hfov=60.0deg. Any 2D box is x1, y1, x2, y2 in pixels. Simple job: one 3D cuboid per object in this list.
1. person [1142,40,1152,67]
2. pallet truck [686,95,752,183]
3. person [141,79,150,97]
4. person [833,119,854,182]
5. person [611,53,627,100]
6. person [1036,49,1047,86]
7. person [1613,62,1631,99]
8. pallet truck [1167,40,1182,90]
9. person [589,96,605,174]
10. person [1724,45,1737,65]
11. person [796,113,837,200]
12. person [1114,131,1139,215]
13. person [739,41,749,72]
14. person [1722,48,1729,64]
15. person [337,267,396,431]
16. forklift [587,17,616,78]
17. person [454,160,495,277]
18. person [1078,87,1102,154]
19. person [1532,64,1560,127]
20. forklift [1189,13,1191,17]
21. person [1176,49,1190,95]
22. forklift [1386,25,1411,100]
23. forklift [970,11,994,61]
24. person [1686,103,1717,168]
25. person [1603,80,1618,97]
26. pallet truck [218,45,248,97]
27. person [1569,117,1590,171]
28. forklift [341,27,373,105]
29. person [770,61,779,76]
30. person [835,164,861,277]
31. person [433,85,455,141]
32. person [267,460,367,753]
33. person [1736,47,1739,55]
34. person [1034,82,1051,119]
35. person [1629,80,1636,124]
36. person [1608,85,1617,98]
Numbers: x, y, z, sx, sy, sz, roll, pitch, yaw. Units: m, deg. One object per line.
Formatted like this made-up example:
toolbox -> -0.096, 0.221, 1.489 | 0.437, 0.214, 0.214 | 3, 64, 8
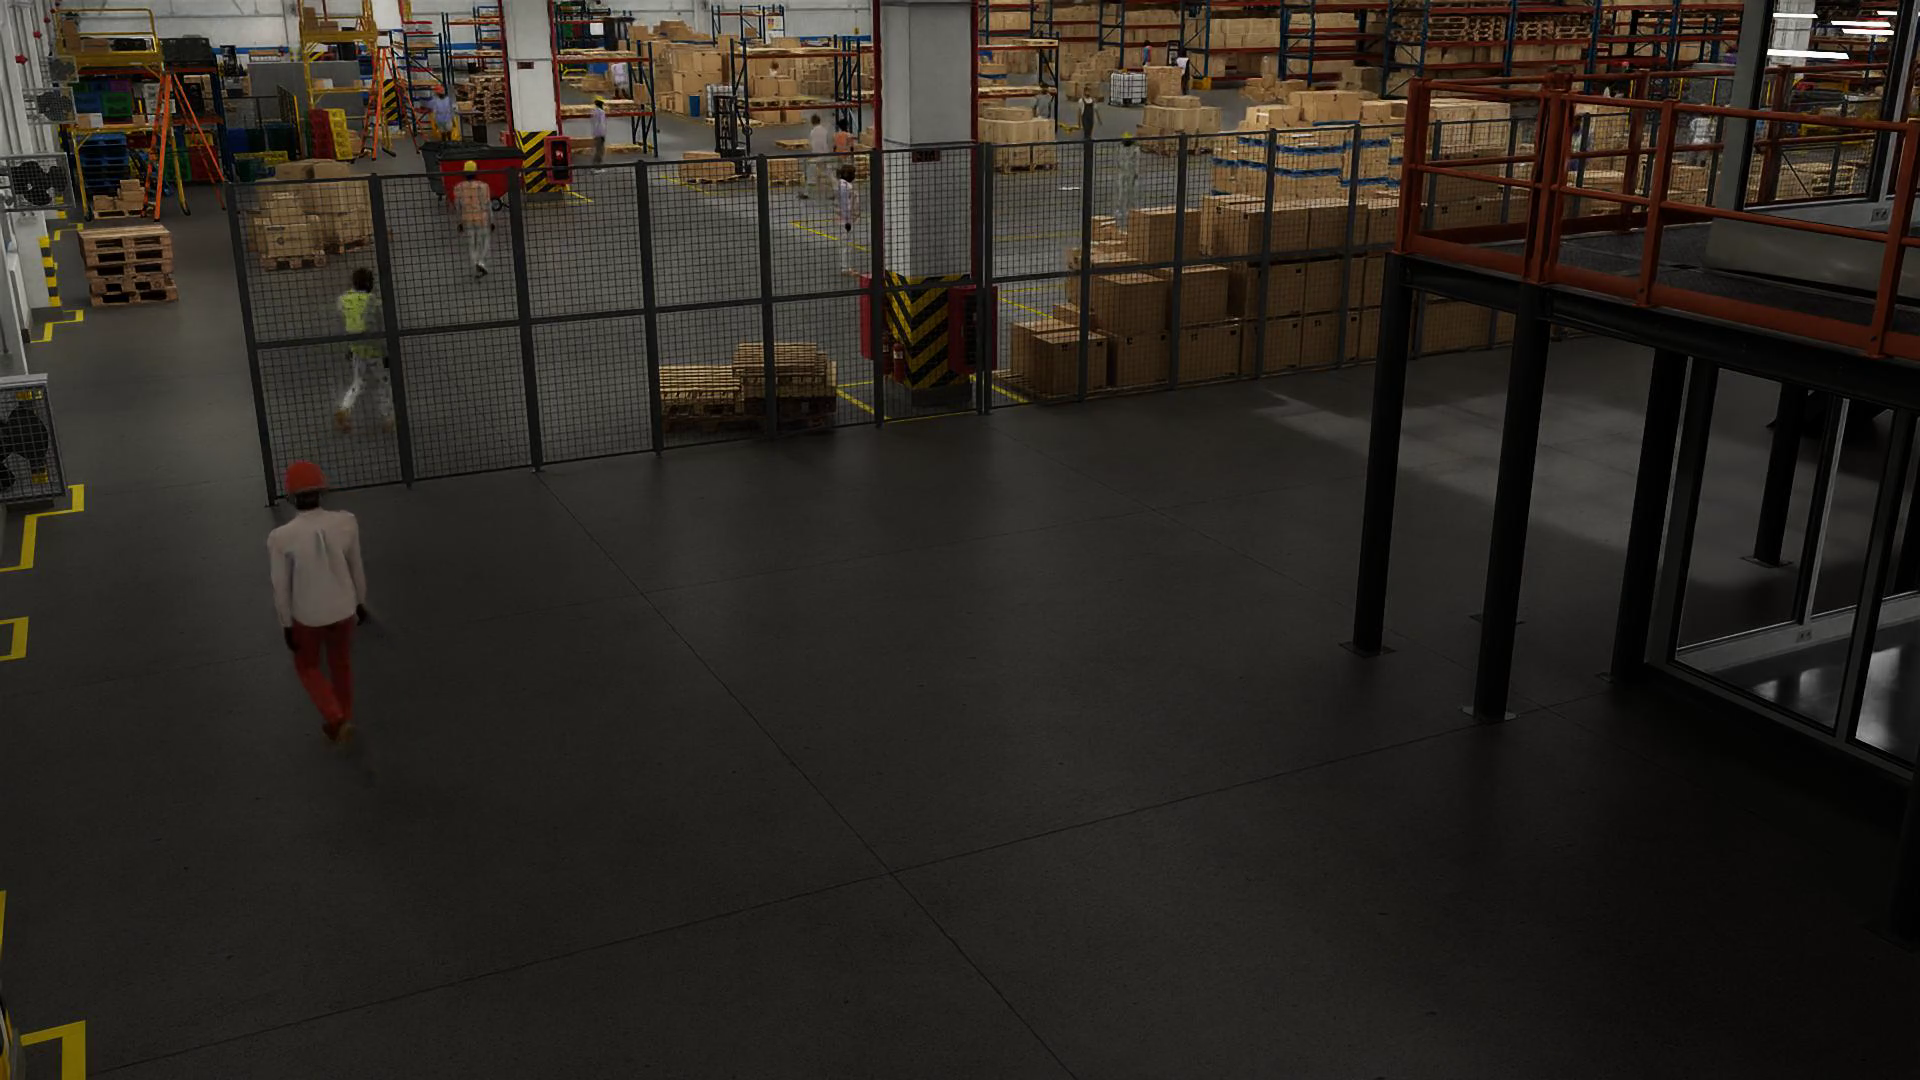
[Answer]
person -> 8.288, -21.300, 73.981 | 0.429, 1.847, 0.626 | 8, 21, 23
pallet truck -> -5.836, -9.608, 39.856 | 0.823, 1.965, 1.885 | 10, 22, 27
person -> -25.093, -13.428, 51.485 | 0.517, 1.634, 0.313 | 9, 21, 25
person -> -2.616, -8.609, 37.430 | 0.533, 1.690, 0.321 | 7, 20, 20
person -> -12.529, -16.940, 61.255 | 0.544, 1.906, 0.893 | -10, 21, -26
person -> 3.546, -20.268, 71.326 | 0.553, 1.612, 0.664 | -17, 25, -40
person -> 21.941, -14.862, 55.186 | 1.067, 1.924, 0.614 | -13, 23, -33
pallet truck -> 9.045, -19.971, 69.895 | 0.823, 1.965, 1.885 | -3, 19, -8
person -> -9.073, -10.096, 41.457 | 0.683, 1.874, 0.660 | -15, 24, -36
person -> 31.367, -19.234, 67.925 | 0.565, 1.876, 1.004 | -10, 21, -26
person -> -3.081, -8.425, 36.616 | 1.049, 1.885, 0.632 | 7, 20, 20
person -> 3.426, -7.555, 34.326 | 0.498, 1.708, 0.814 | 6, 20, 17
person -> -9.253, -20.385, 71.182 | 0.637, 1.938, 0.355 | -6, 20, -18
person -> 33.253, -20.585, 72.258 | 0.703, 1.604, 0.526 | -2, 19, -5
person -> -6.542, -2.079, 18.300 | 0.640, 1.823, 0.741 | 6, 20, 18
forklift -> -15.367, -21.487, 72.956 | 1.873, 2.768, 1.129 | -9, 21, -25
person -> -8.013, -5.316, 27.538 | 0.620, 1.911, 0.420 | -1, 19, -2
person -> 3.539, -11.452, 45.464 | 0.623, 1.818, 0.585 | -8, 21, -22
person -> 18.617, -14.037, 52.629 | 0.743, 2.000, 0.694 | 8, 20, 21
forklift -> 10.532, -23.760, 79.546 | 1.129, 2.768, 1.873 | -9, 21, -25
person -> 8.580, -17.919, 64.070 | 0.371, 1.915, 0.597 | -18, 26, -42
forklift -> 16.921, -17.949, 62.702 | 1.873, 2.768, 1.129 | -9, 21, -25
forklift -> 0.665, -25.022, 83.204 | 1.873, 2.768, 1.129 | -9, 21, -25
person -> 17.287, -9.183, 38.750 | 0.636, 1.909, 0.616 | 9, 21, 24
person -> 18.816, -12.513, 48.323 | 0.365, 1.966, 0.608 | -3, 19, -10
pallet truck -> -28.879, -18.665, 66.111 | 0.823, 1.965, 1.885 | -3, 19, -9
person -> 13.388, -8.309, 36.282 | 0.612, 1.874, 1.010 | 8, 21, 22
forklift -> -22.275, -17.346, 60.954 | 1.873, 2.768, 1.129 | -9, 21, -25
person -> -6.474, -15.594, 57.416 | 0.602, 1.861, 0.616 | -6, 20, -17
person -> -1.866, -5.316, 27.660 | 0.429, 1.838, 0.621 | -2, 19, -5
person -> -14.070, -11.453, 45.386 | 0.546, 1.884, 1.030 | -6, 20, -16
person -> -4.087, 0.453, 10.721 | 0.619, 1.977, 0.589 | -17, 25, -40
person -> 33.603, -20.434, 71.735 | 0.575, 1.668, 0.578 | -17, 25, -40
person -> 2.303, -11.999, 46.996 | 0.547, 1.856, 0.590 | -11, 22, -29
person -> 22.193, -14.533, 54.486 | 0.328, 1.765, 0.527 | 15, 24, 37
person -> 17.754, -11.483, 45.486 | 0.532, 1.868, 0.310 | -9, 21, -24
